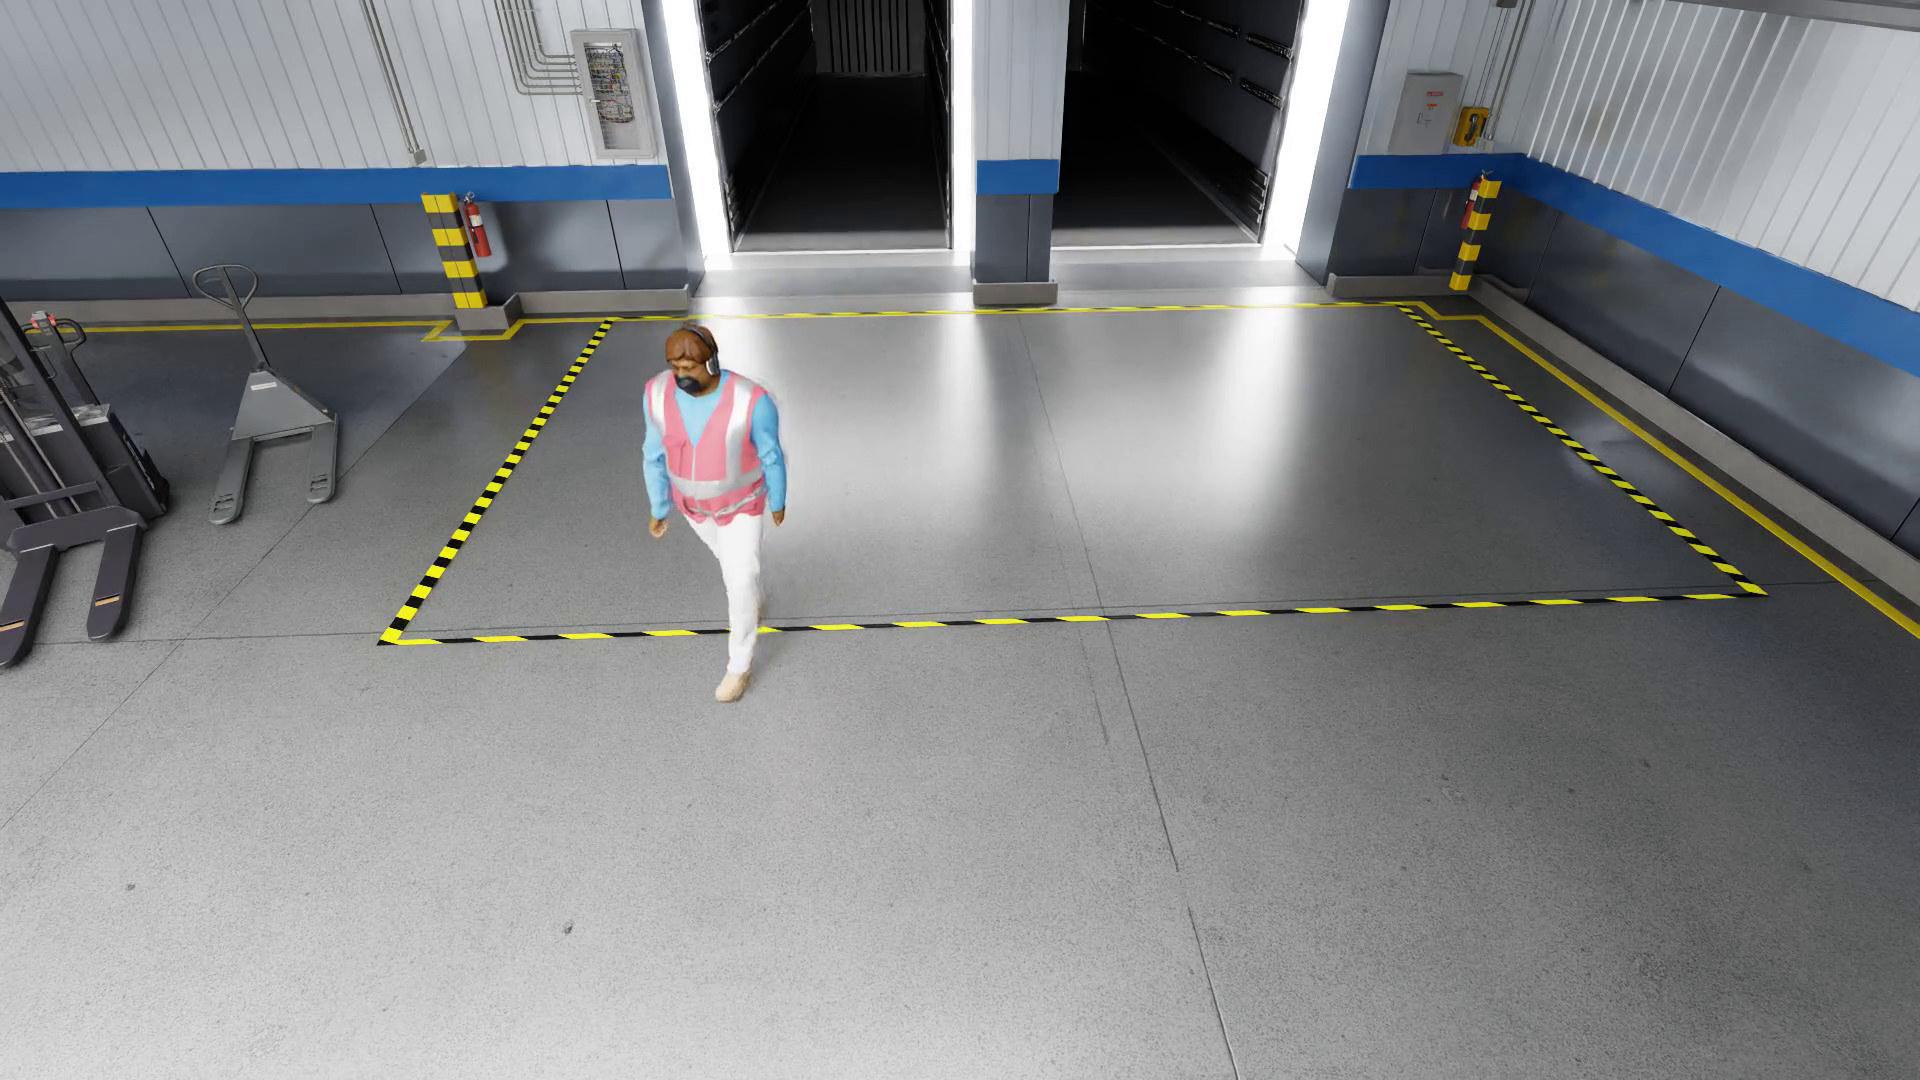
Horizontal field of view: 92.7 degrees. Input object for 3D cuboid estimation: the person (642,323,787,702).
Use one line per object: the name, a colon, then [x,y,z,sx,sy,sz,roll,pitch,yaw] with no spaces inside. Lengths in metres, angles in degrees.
person: [-1.180,-0.124,4.330,0.622,1.812,0.834,9,36,12]

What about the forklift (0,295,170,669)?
forklift: [-5.212,-0.618,4.878,0.823,1.965,1.885,-20,39,-26]

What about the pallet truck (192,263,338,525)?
pallet truck: [-4.778,-1.027,6.128,0.680,1.201,1.601,-17,38,-23]
